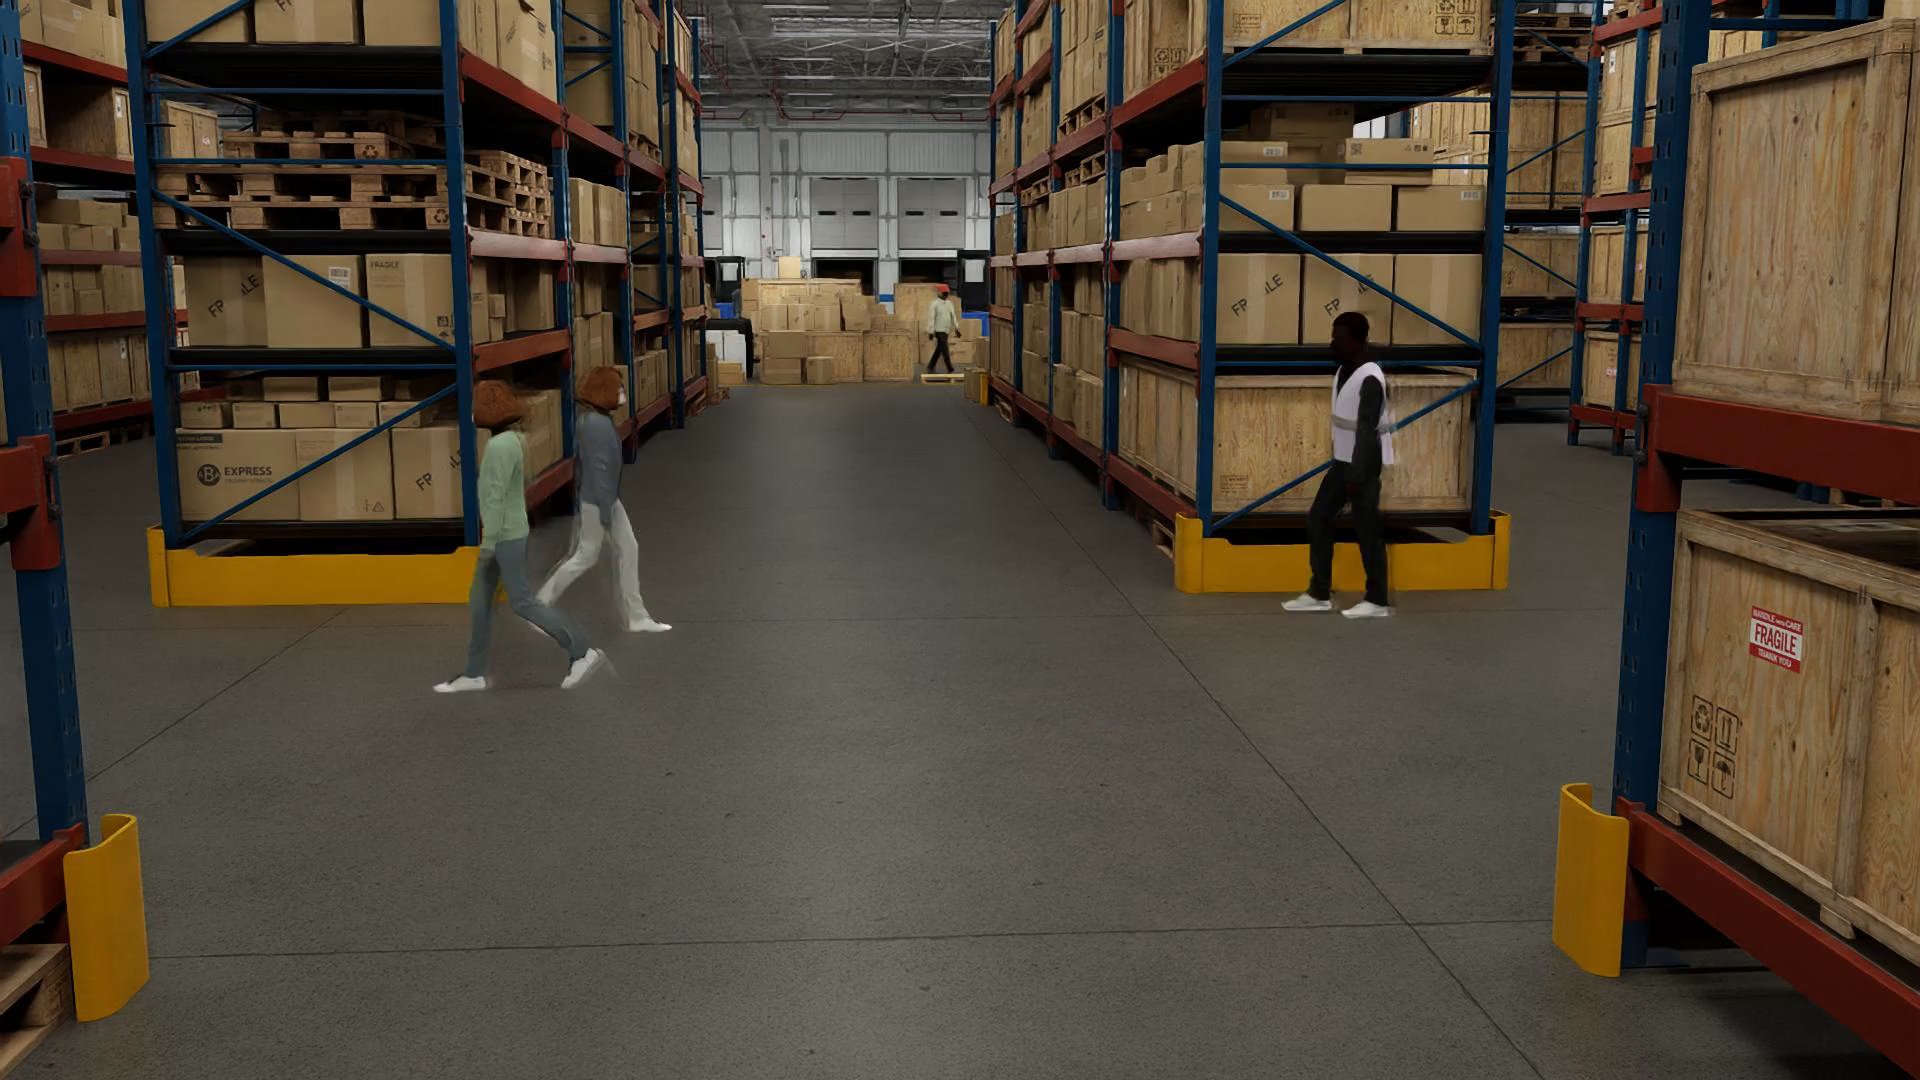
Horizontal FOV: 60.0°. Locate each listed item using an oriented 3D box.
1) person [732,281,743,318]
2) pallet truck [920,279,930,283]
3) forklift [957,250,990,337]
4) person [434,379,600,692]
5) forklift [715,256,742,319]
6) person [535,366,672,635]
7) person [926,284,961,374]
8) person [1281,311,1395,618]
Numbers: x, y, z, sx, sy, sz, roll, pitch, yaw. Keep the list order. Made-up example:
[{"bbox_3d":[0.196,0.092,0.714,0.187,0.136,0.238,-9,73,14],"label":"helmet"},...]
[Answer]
[{"bbox_3d":[-7.111,-7.450,54.053,0.632,1.938,0.359,5,10,28],"label":"person"},{"bbox_3d":[-0.932,-8.922,63.114,1.885,1.965,0.823,2,9,13],"label":"pallet truck"},{"bbox_3d":[0.393,-6.751,46.723,1.129,2.768,1.873,2,9,11],"label":"forklift"},{"bbox_3d":[-2.255,-0.013,8.416,0.783,1.603,0.509,-3,10,-18],"label":"person"},{"bbox_3d":[-8.574,-9.187,62.019,1.129,2.768,1.873,-1,9,-4],"label":"forklift"},{"bbox_3d":[-2.160,-0.222,9.740,0.806,1.599,0.510,-1,9,-3],"label":"person"},{"bbox_3d":[-0.393,-4.402,34.933,1.038,1.952,0.623,8,12,39],"label":"person"},{"bbox_3d":[2.324,-0.448,10.226,0.787,1.889,0.625,-1,9,-7],"label":"person"}]
